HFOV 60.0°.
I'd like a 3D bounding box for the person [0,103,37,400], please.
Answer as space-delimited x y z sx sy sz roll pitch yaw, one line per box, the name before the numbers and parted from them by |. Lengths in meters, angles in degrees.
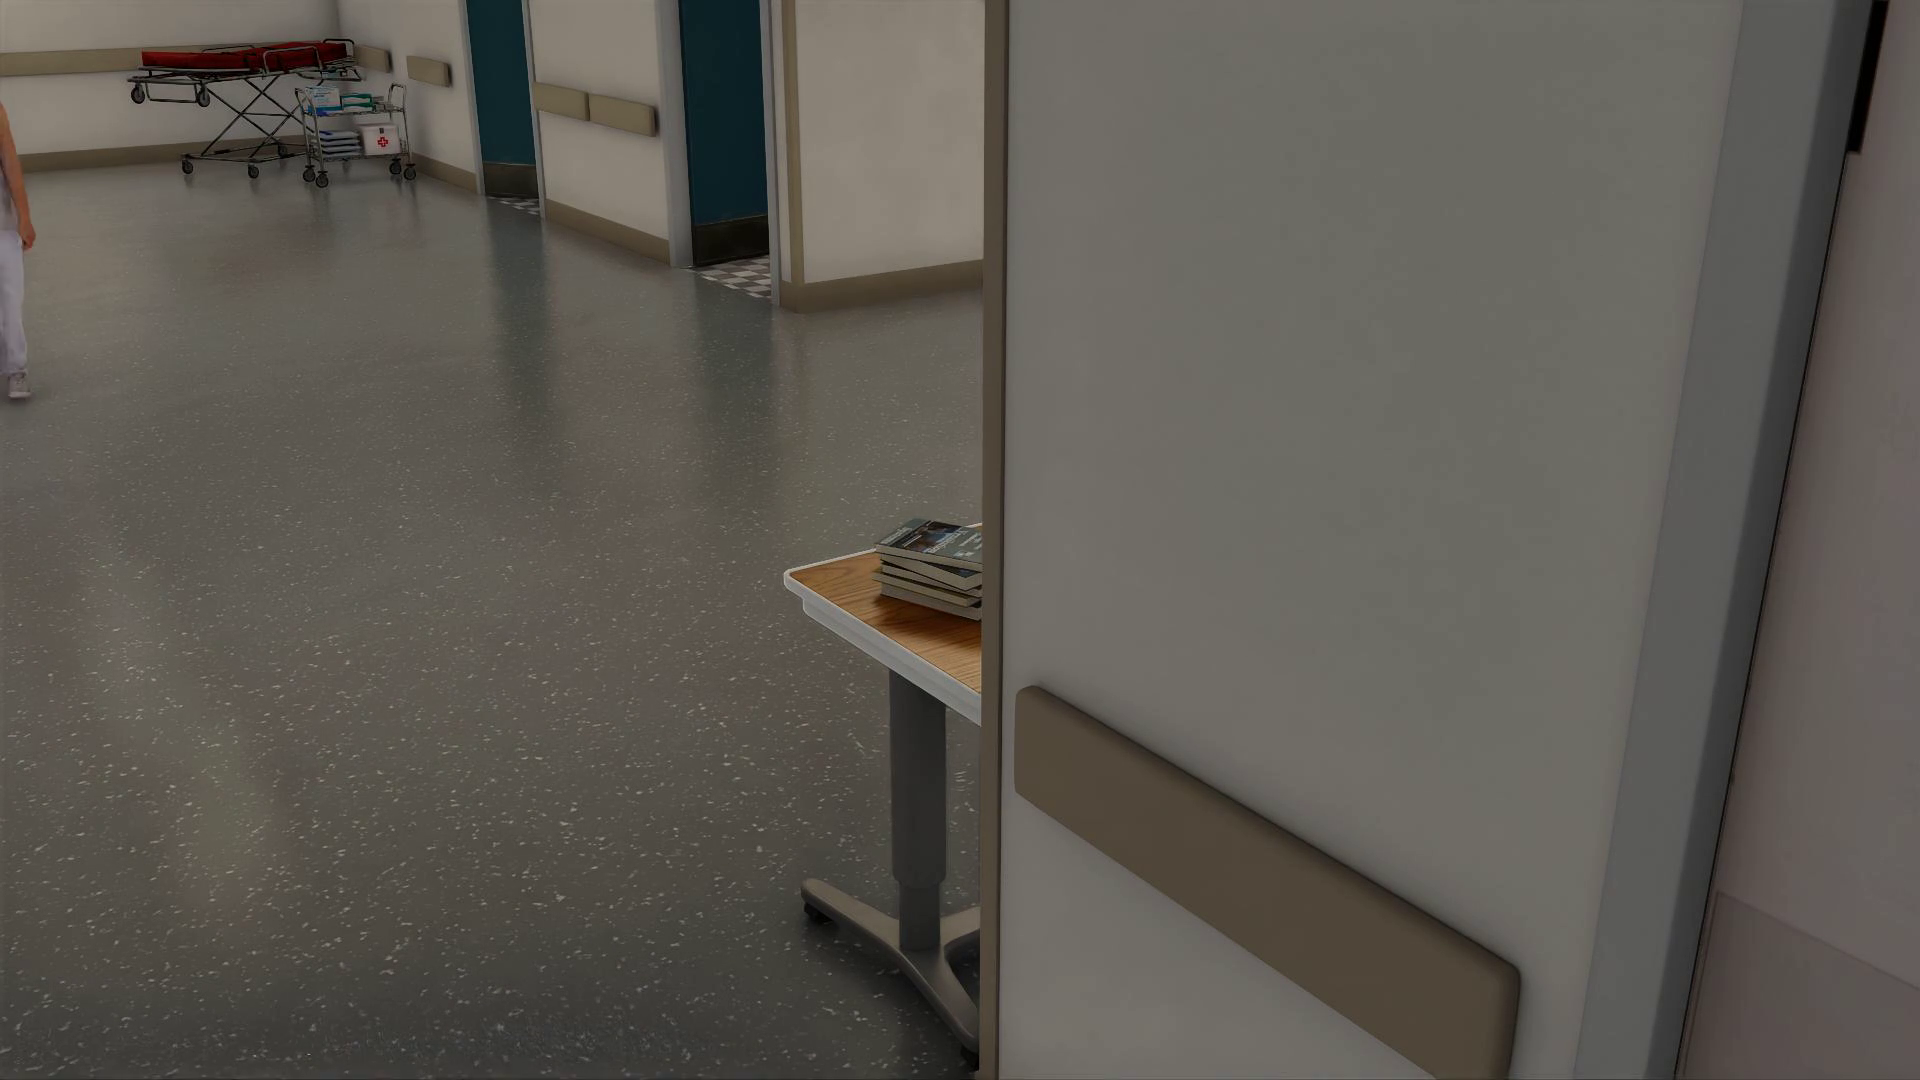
person | -4.438 -1.470 7.538 0.614 1.659 0.579 -12 24 -29
